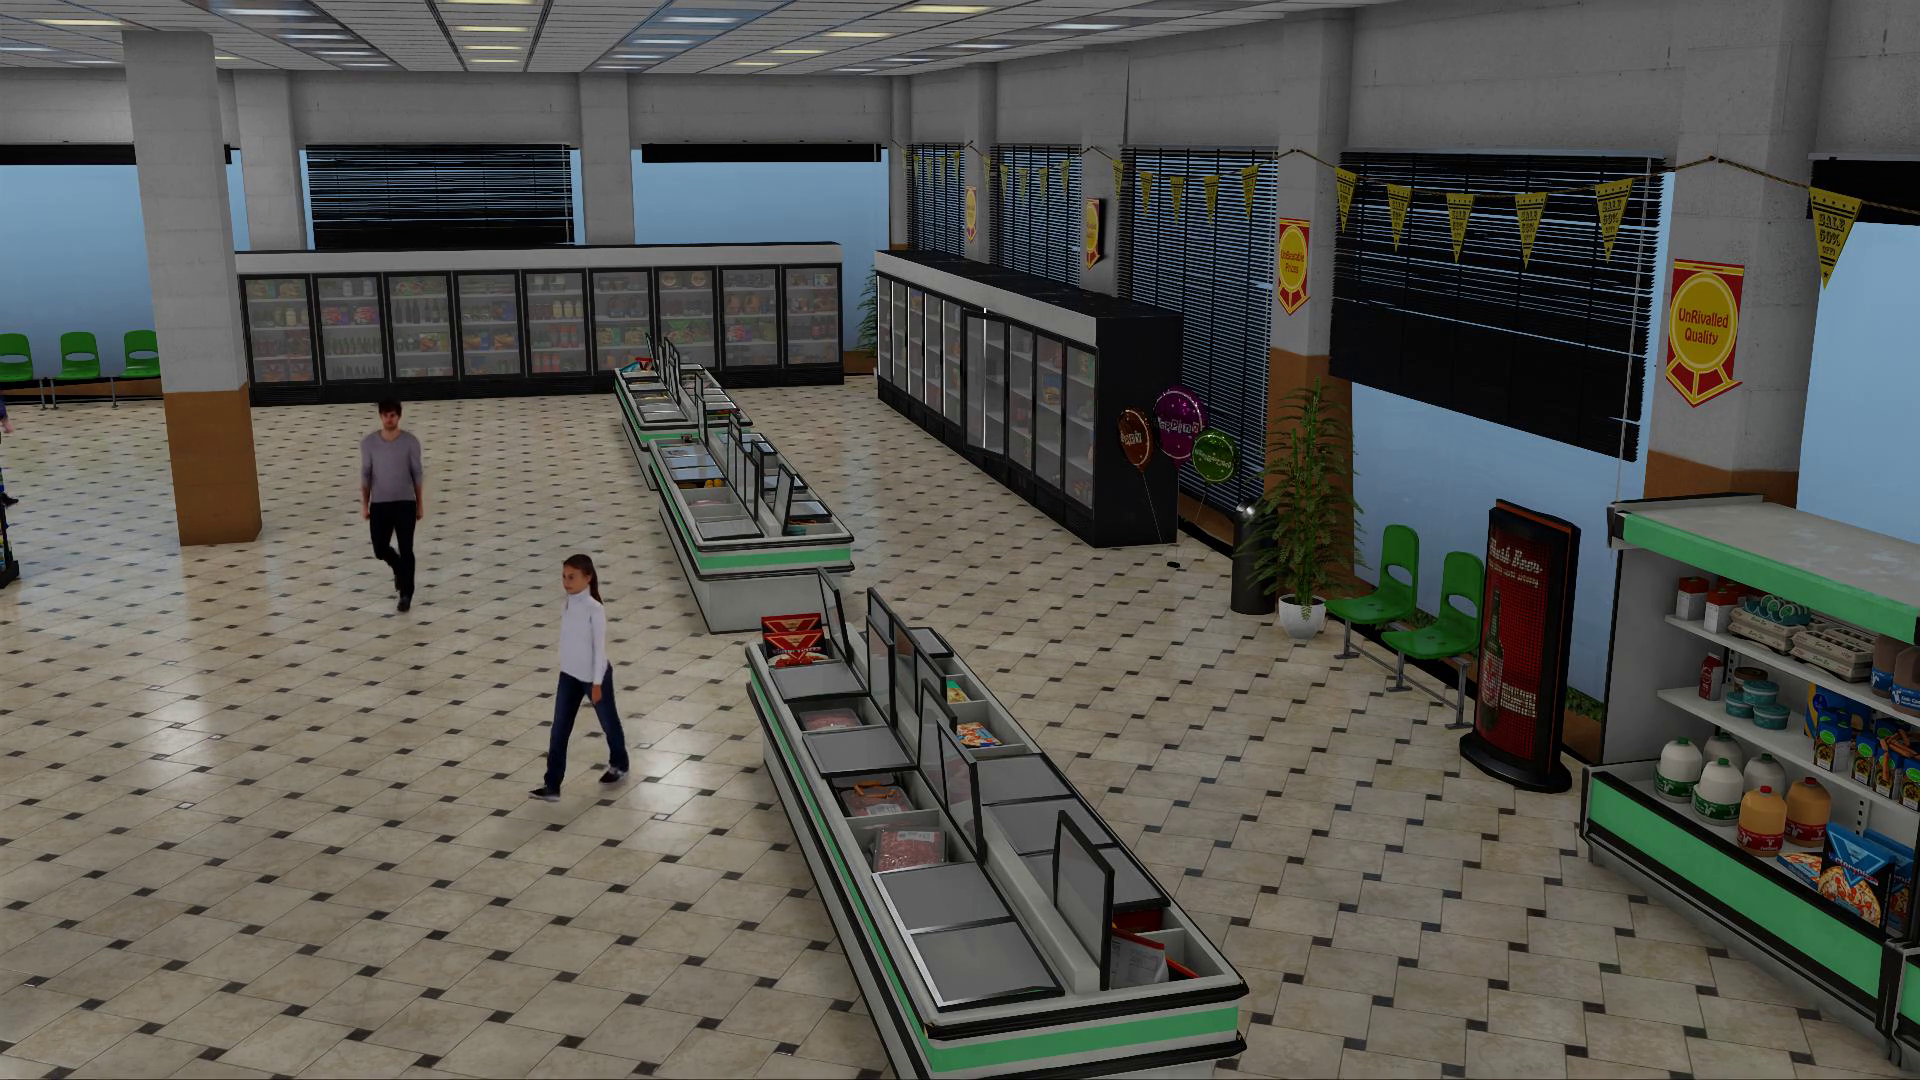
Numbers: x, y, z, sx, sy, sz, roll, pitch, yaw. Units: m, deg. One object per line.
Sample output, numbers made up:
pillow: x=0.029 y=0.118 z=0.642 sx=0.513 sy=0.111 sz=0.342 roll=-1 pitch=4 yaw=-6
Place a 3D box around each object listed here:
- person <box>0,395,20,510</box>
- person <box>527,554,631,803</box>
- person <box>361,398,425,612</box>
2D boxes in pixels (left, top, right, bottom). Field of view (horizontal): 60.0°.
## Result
person: x=-10.451 y=-1.091 z=17.693 sx=1.031 sy=1.788 sz=1.293 roll=2 pitch=14 yaw=9
person: x=-2.252 y=0.843 z=10.306 sx=0.988 sy=1.511 sz=1.063 roll=7 pitch=15 yaw=27
person: x=-4.905 y=-0.321 z=14.440 sx=0.769 sy=1.826 sz=1.013 roll=-2 pitch=14 yaw=-7
